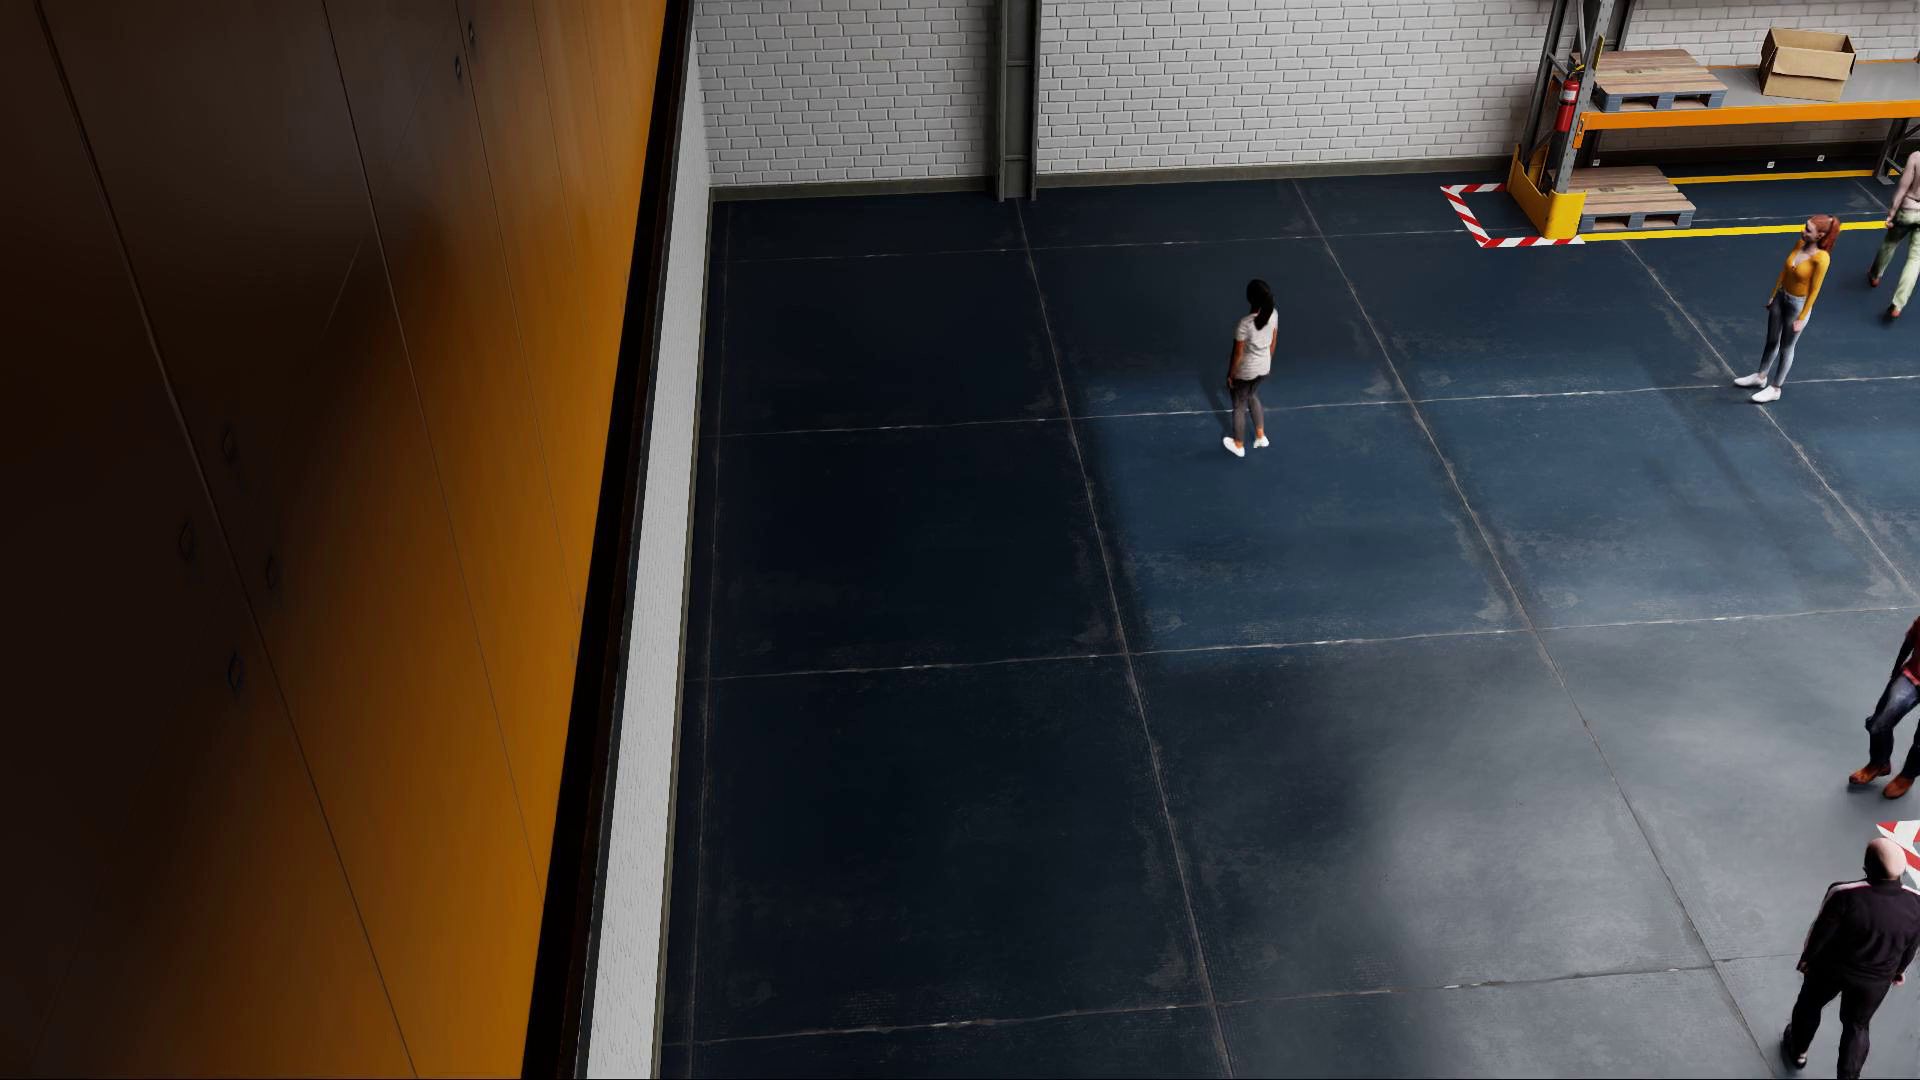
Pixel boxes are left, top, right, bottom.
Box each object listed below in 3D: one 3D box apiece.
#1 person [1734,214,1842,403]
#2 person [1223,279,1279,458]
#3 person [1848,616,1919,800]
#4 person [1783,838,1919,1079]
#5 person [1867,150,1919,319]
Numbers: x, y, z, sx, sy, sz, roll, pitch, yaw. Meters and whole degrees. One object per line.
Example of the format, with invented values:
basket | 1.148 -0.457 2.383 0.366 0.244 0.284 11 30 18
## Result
person | 7.025 -1.967 14.036 0.545 1.748 0.606 -7 39 -9
person | 2.381 -1.330 13.327 0.728 1.637 0.779 -21 43 -25
person | 6.141 0.882 10.418 0.845 1.812 0.844 -25 45 -28
person | 4.630 2.315 8.628 1.049 1.806 0.989 11 40 14
person | 8.722 -2.886 15.114 1.266 1.838 1.140 15 41 18
